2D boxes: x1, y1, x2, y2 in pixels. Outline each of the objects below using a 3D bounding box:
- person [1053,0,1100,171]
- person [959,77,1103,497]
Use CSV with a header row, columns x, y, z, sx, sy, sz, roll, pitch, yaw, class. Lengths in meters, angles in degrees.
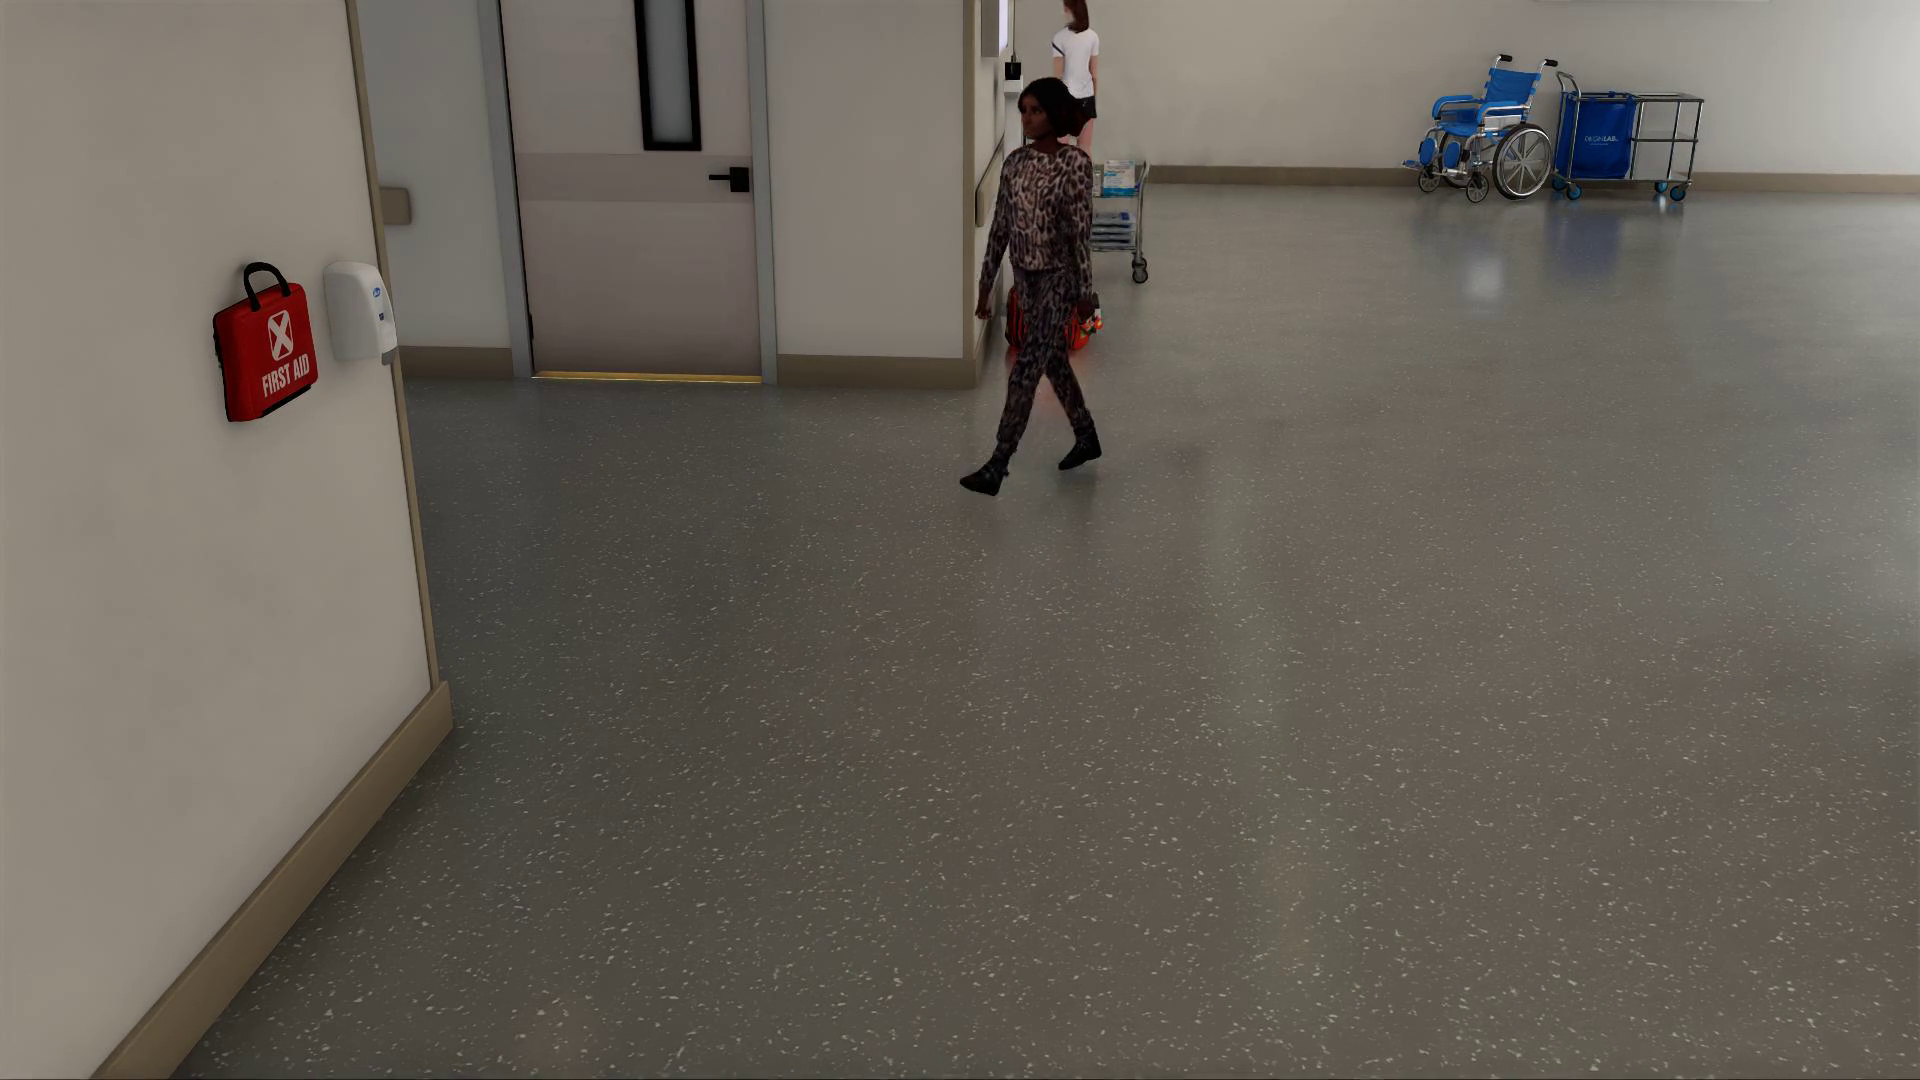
x,y,z,sx,sy,sz,roll,pitch,yaw,class
0.900,-3.442,13.181,0.656,1.753,0.687,-8,22,-21,person
0.406,-1.022,6.923,1.062,1.661,1.194,19,28,41,person
